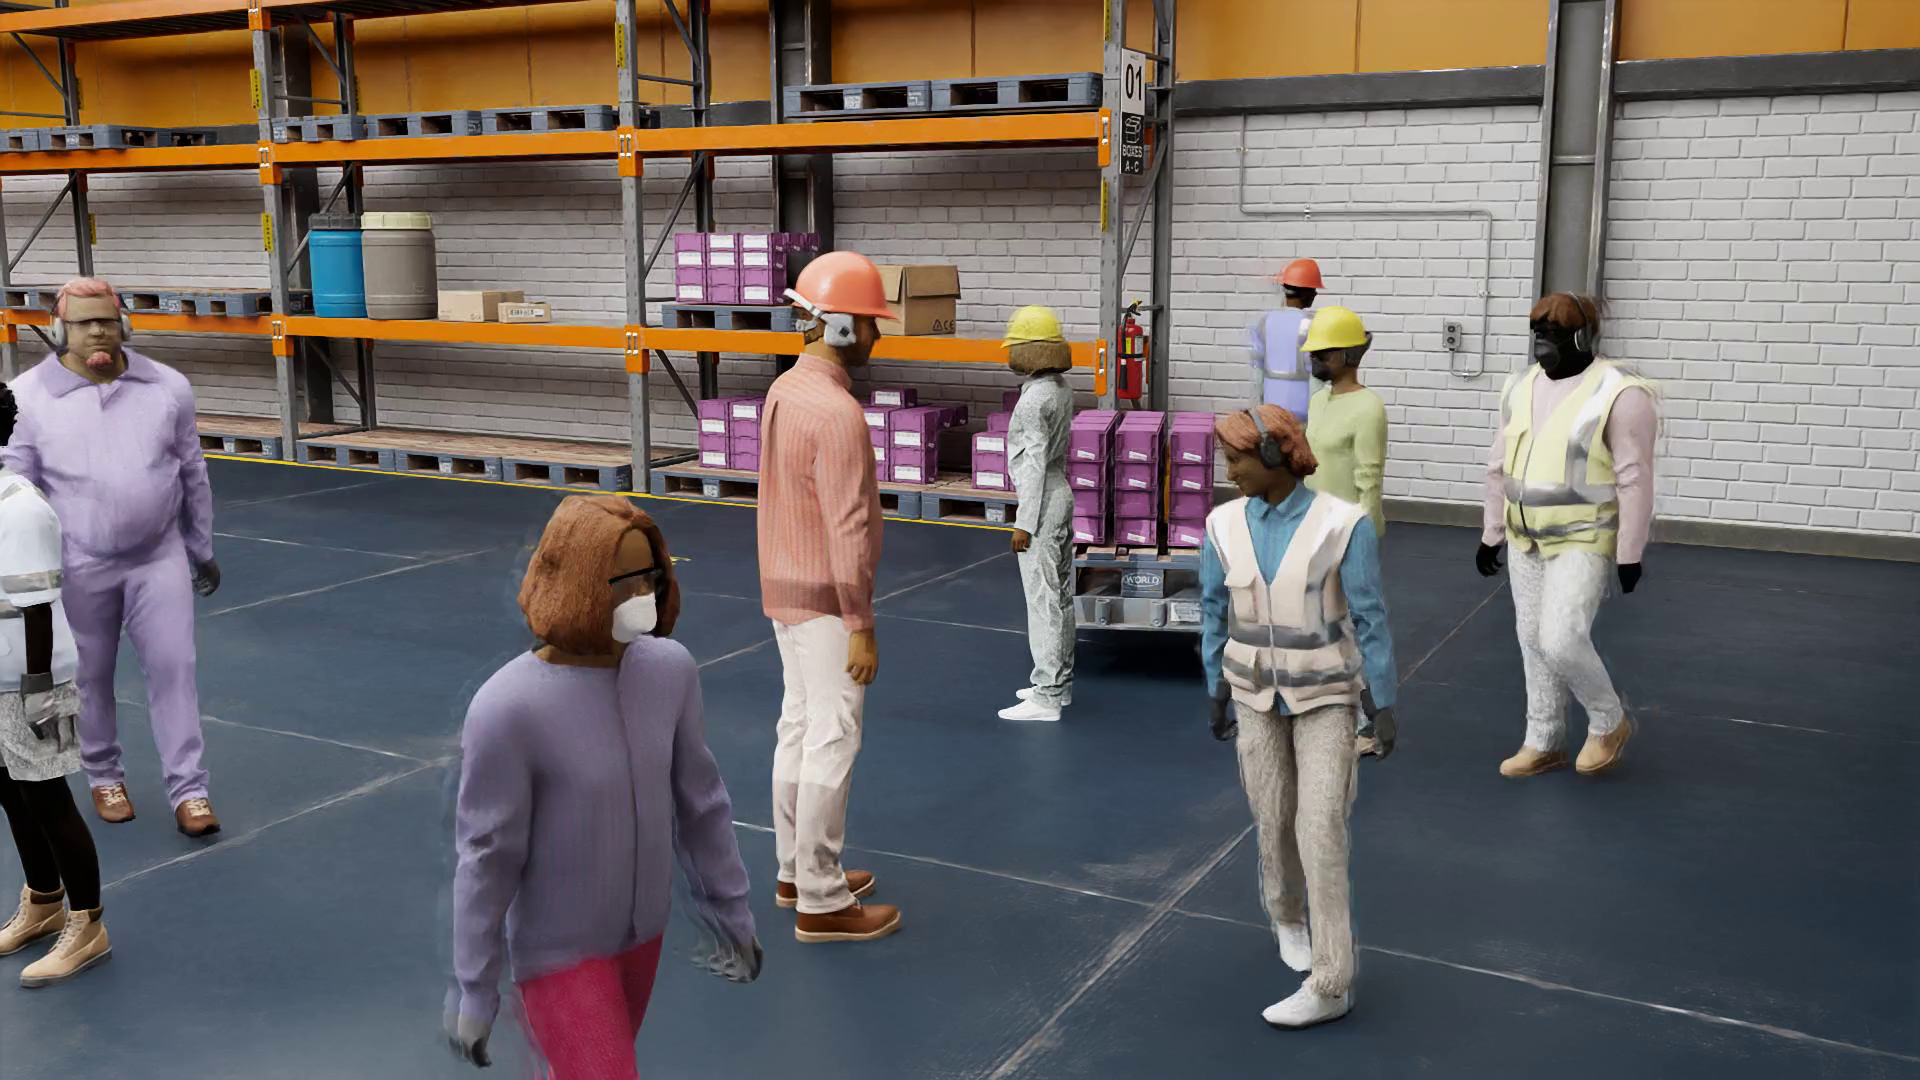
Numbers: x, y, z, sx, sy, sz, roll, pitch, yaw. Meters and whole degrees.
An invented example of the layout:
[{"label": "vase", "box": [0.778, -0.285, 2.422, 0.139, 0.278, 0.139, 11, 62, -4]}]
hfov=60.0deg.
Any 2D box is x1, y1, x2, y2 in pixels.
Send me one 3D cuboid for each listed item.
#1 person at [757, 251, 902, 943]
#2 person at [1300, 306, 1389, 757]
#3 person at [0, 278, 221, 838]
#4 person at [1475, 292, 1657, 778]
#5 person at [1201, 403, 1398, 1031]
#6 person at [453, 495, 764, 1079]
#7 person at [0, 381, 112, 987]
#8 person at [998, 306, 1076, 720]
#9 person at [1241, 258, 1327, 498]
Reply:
[{"label": "person", "box": [-0.372, 0.170, 4.804, 0.413, 1.984, 0.624, -4, 11, -22]}, {"label": "person", "box": [1.470, -0.026, 6.502, 0.344, 1.760, 0.534, -3, 11, -15]}, {"label": "person", "box": [-2.806, 0.083, 5.550, 0.686, 1.879, 0.873, -8, 13, -38]}, {"label": "person", "box": [2.213, 0.009, 6.126, 0.433, 1.832, 0.637, -5, 12, -26]}, {"label": "person", "box": [0.876, 0.435, 4.422, 0.575, 1.588, 0.574, 7, 13, 34]}, {"label": "person", "box": [-0.533, 0.719, 2.827, 0.818, 1.589, 0.526, 6, 12, 30]}, {"label": "person", "box": [-2.597, 0.370, 4.522, 0.539, 1.693, 0.321, 8, 13, 37]}, {"label": "person", "box": [0.317, -0.107, 6.997, 0.308, 1.737, 0.484, 3, 11, 18]}, {"label": "person", "box": [2.128, -0.881, 10.828, 0.931, 1.895, 0.557, -10, 14, -43]}]
